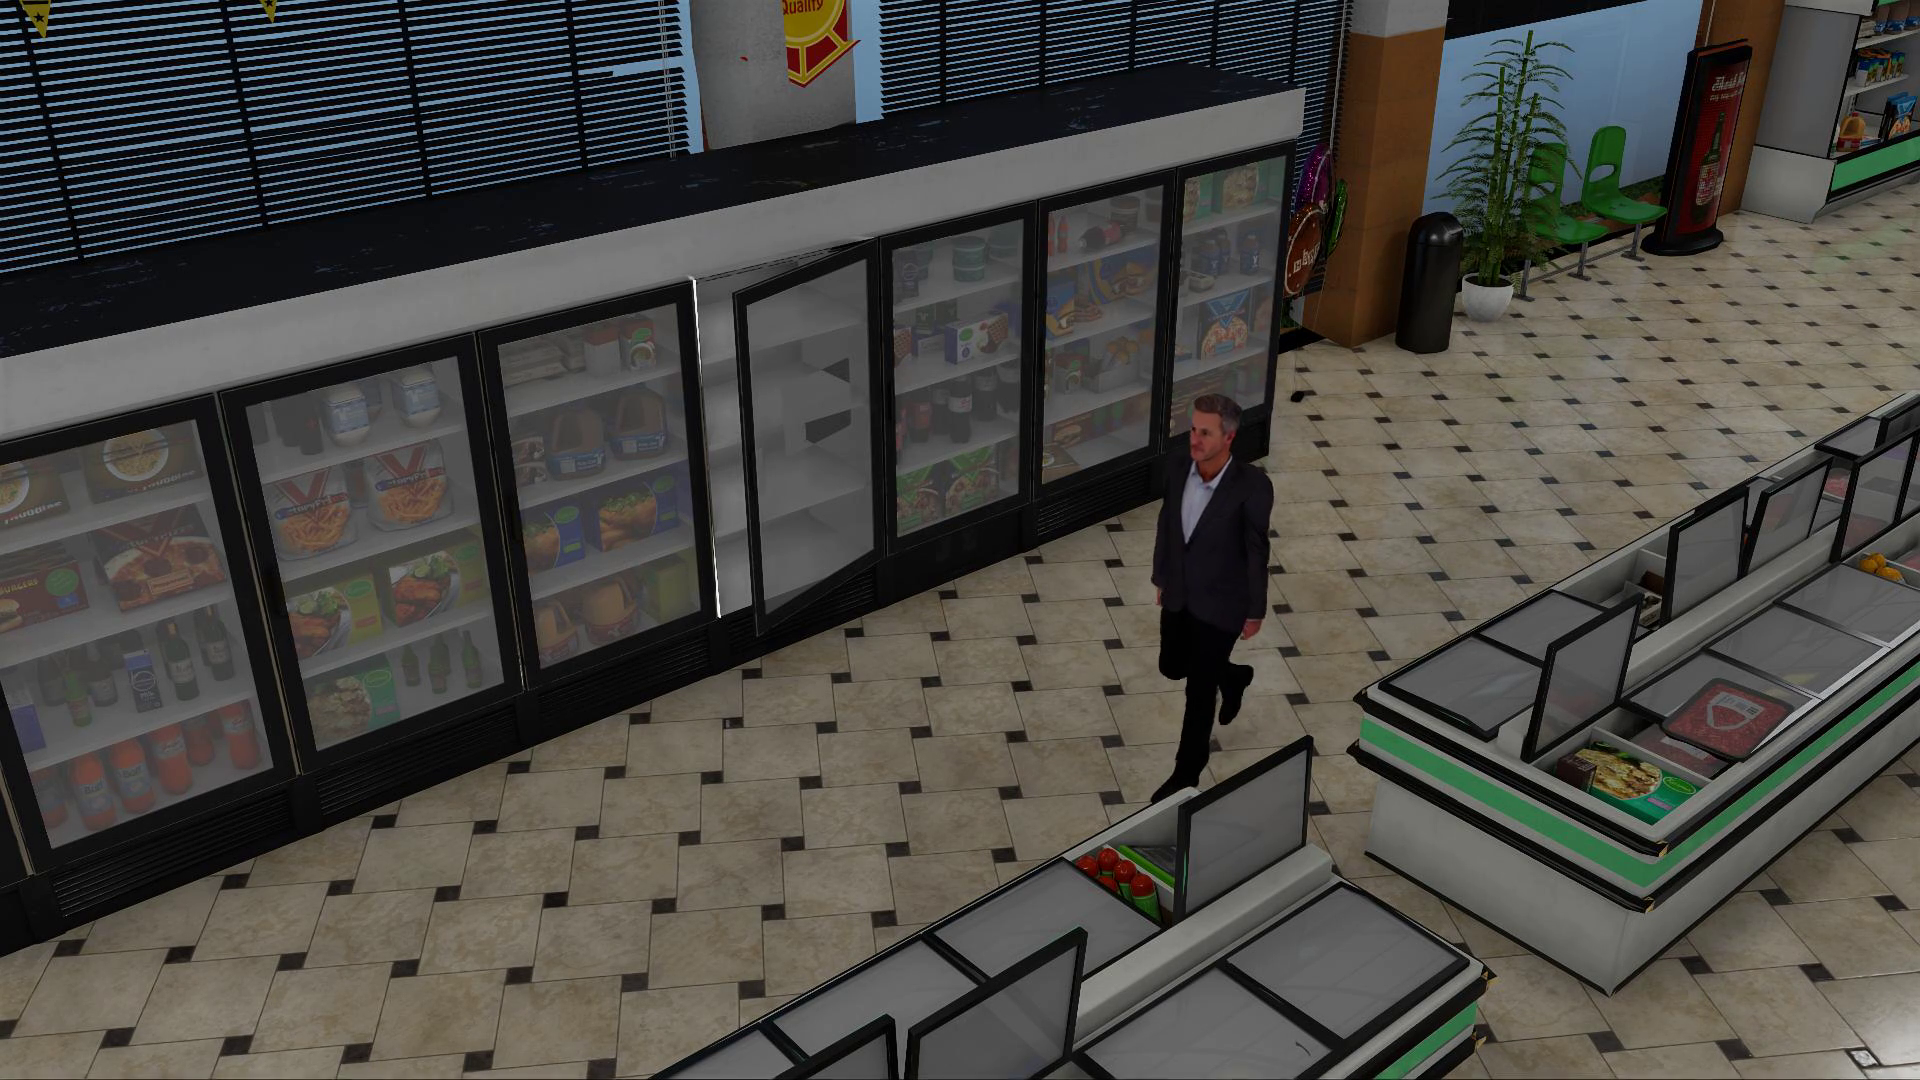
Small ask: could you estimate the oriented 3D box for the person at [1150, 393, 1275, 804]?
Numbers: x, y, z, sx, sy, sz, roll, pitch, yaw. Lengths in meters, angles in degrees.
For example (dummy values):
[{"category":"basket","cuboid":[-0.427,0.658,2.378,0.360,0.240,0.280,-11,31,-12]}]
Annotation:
[{"category":"person","cuboid":[1.083,0.220,7.029,0.783,1.814,1.049,24,35,38]}]
